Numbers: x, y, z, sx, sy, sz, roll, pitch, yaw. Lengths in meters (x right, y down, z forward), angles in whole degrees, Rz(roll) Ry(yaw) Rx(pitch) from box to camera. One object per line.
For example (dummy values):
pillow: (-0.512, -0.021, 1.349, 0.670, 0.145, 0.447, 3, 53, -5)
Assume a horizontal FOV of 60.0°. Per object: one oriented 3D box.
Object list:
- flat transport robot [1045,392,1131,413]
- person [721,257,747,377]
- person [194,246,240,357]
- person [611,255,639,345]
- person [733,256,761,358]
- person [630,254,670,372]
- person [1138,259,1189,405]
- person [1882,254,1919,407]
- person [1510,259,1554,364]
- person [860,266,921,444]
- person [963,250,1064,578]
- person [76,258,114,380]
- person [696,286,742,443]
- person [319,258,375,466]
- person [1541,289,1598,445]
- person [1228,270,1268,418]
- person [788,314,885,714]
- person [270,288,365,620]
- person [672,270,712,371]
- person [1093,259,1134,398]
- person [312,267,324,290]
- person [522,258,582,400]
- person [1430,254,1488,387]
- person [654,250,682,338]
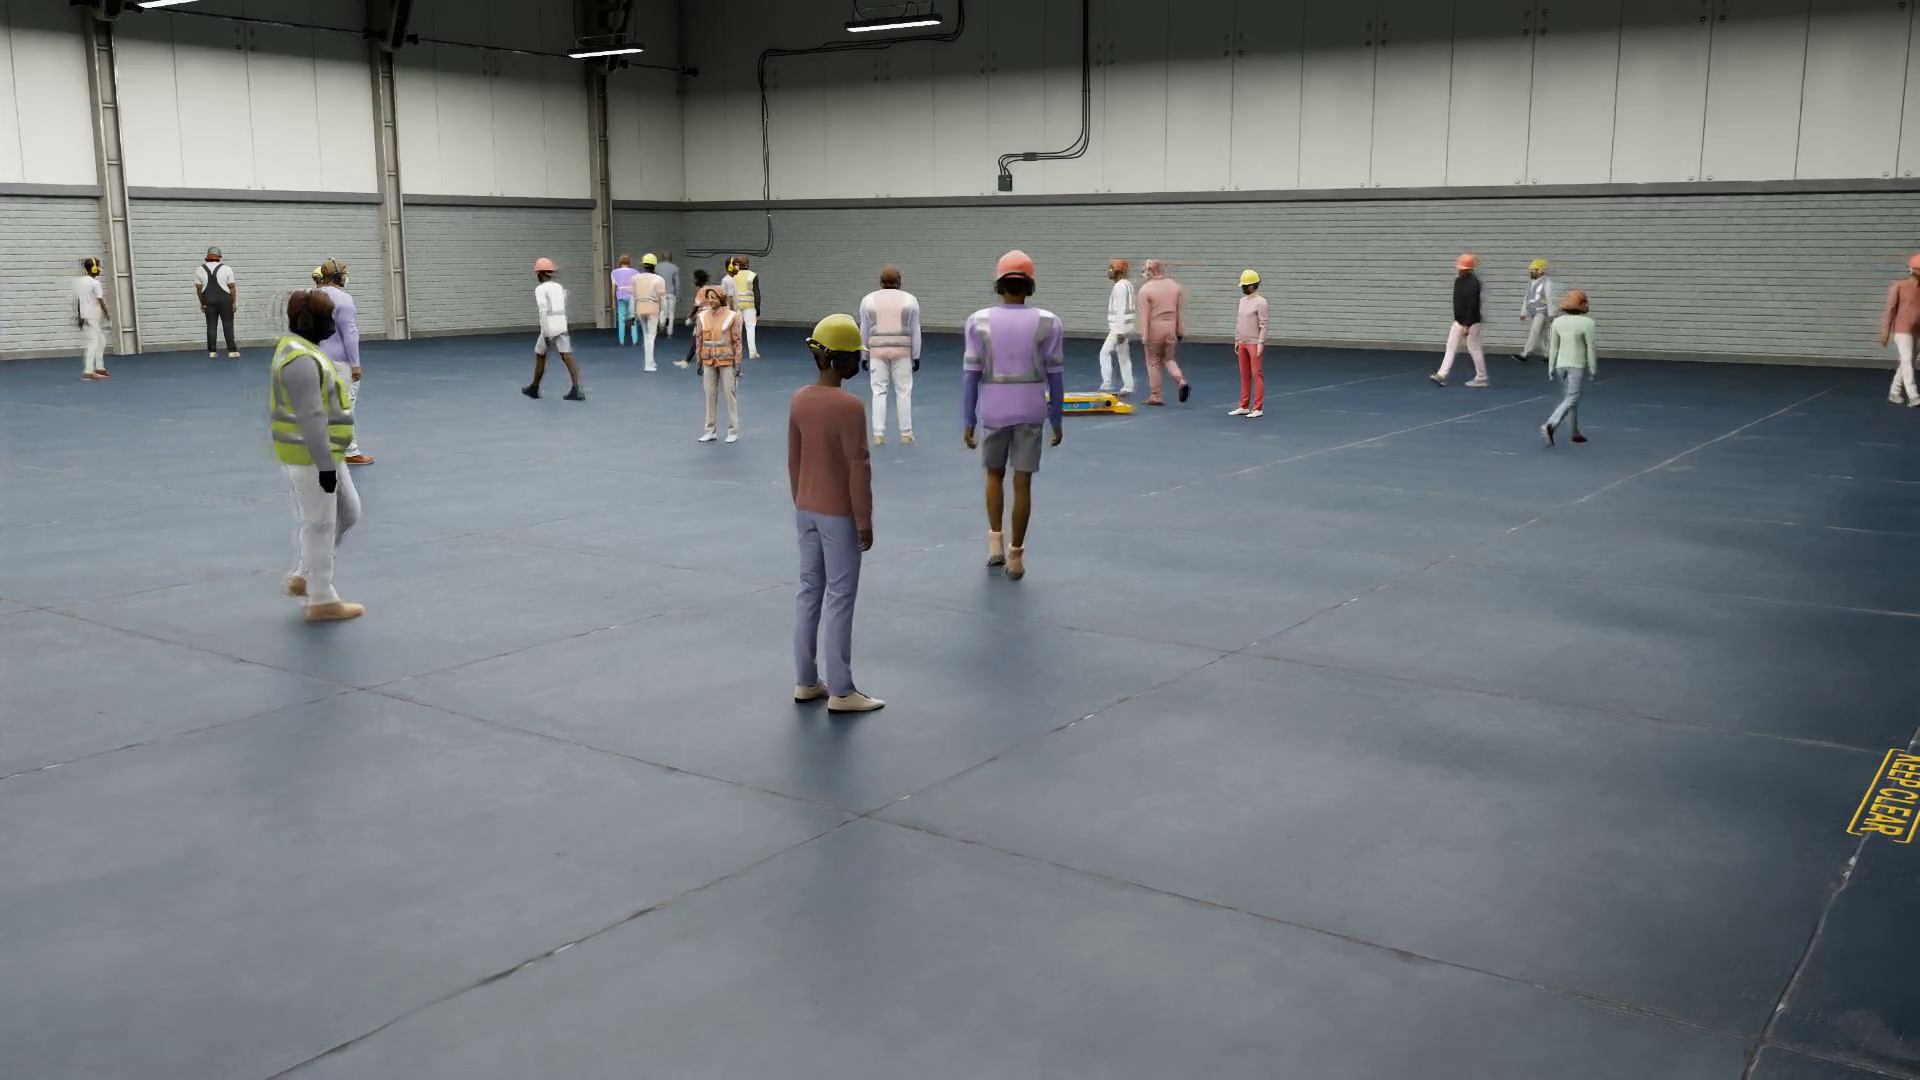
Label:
flat transport robot: (1.314, -1.676, 20.336, 1.431, 0.197, 0.652, -2, 10, -12)
person: (-3.584, -3.479, 26.007, 0.437, 1.868, 0.583, -3, 11, -16)
person: (-13.564, -4.361, 30.418, 0.679, 2.000, 0.537, -1, 10, -8)
person: (-6.799, -4.878, 33.867, 0.572, 1.840, 0.373, -2, 10, -11)
person: (-3.906, -4.206, 30.112, 0.634, 1.840, 0.429, 2, 10, 11)
person: (-5.018, -3.706, 27.151, 0.615, 1.895, 0.807, 3, 11, 17)
person: (2.588, -2.641, 21.250, 0.673, 1.874, 0.589, -7, 12, -34)
person: (12.217, -2.681, 21.315, 0.637, 1.936, 1.067, 0, 10, 0)
person: (9.884, -3.911, 28.578, 0.906, 1.791, 0.621, -2, 10, -12)
person: (-0.716, -1.906, 17.222, 0.633, 1.841, 0.429, 0, 10, 2)
person: (0.343, -0.787, 10.421, 0.628, 2.023, 0.585, 1, 10, 5)
person: (-13.202, -3.383, 25.469, 0.562, 1.844, 0.686, 7, 12, 33)
person: (-2.517, -1.831, 17.374, 0.523, 1.638, 0.310, 4, 11, 19)
person: (-5.817, -1.656, 15.554, 0.627, 1.940, 0.373, 7, 12, 34)
person: (6.280, -1.776, 17.150, 0.746, 1.610, 0.503, -6, 12, -29)
person: (3.464, -2.344, 19.914, 0.322, 1.761, 0.522, -5, 11, -27)
person: (-0.553, -0.118, 7.420, 0.328, 1.767, 0.532, -8, 13, -39)
person: (-3.524, -0.454, 9.123, 0.447, 1.830, 0.661, -4, 11, -19)
person: (-4.211, -3.505, 26.700, 0.876, 1.646, 0.544, -1, 10, -7)
person: (2.026, -2.819, 22.282, 0.733, 1.857, 0.604, 2, 10, 10)
person: (-8.677, -2.844, 22.715, 0.524, 1.760, 0.326, 2, 10, 10)
person: (-5.438, -2.797, 22.135, 1.023, 1.878, 0.541, 6, 12, 31)
person: (7.233, -3.149, 23.969, 1.007, 1.915, 0.675, -3, 11, -19)
person: (-6.396, -5.379, 36.447, 0.649, 1.920, 0.442, 2, 10, 10)
